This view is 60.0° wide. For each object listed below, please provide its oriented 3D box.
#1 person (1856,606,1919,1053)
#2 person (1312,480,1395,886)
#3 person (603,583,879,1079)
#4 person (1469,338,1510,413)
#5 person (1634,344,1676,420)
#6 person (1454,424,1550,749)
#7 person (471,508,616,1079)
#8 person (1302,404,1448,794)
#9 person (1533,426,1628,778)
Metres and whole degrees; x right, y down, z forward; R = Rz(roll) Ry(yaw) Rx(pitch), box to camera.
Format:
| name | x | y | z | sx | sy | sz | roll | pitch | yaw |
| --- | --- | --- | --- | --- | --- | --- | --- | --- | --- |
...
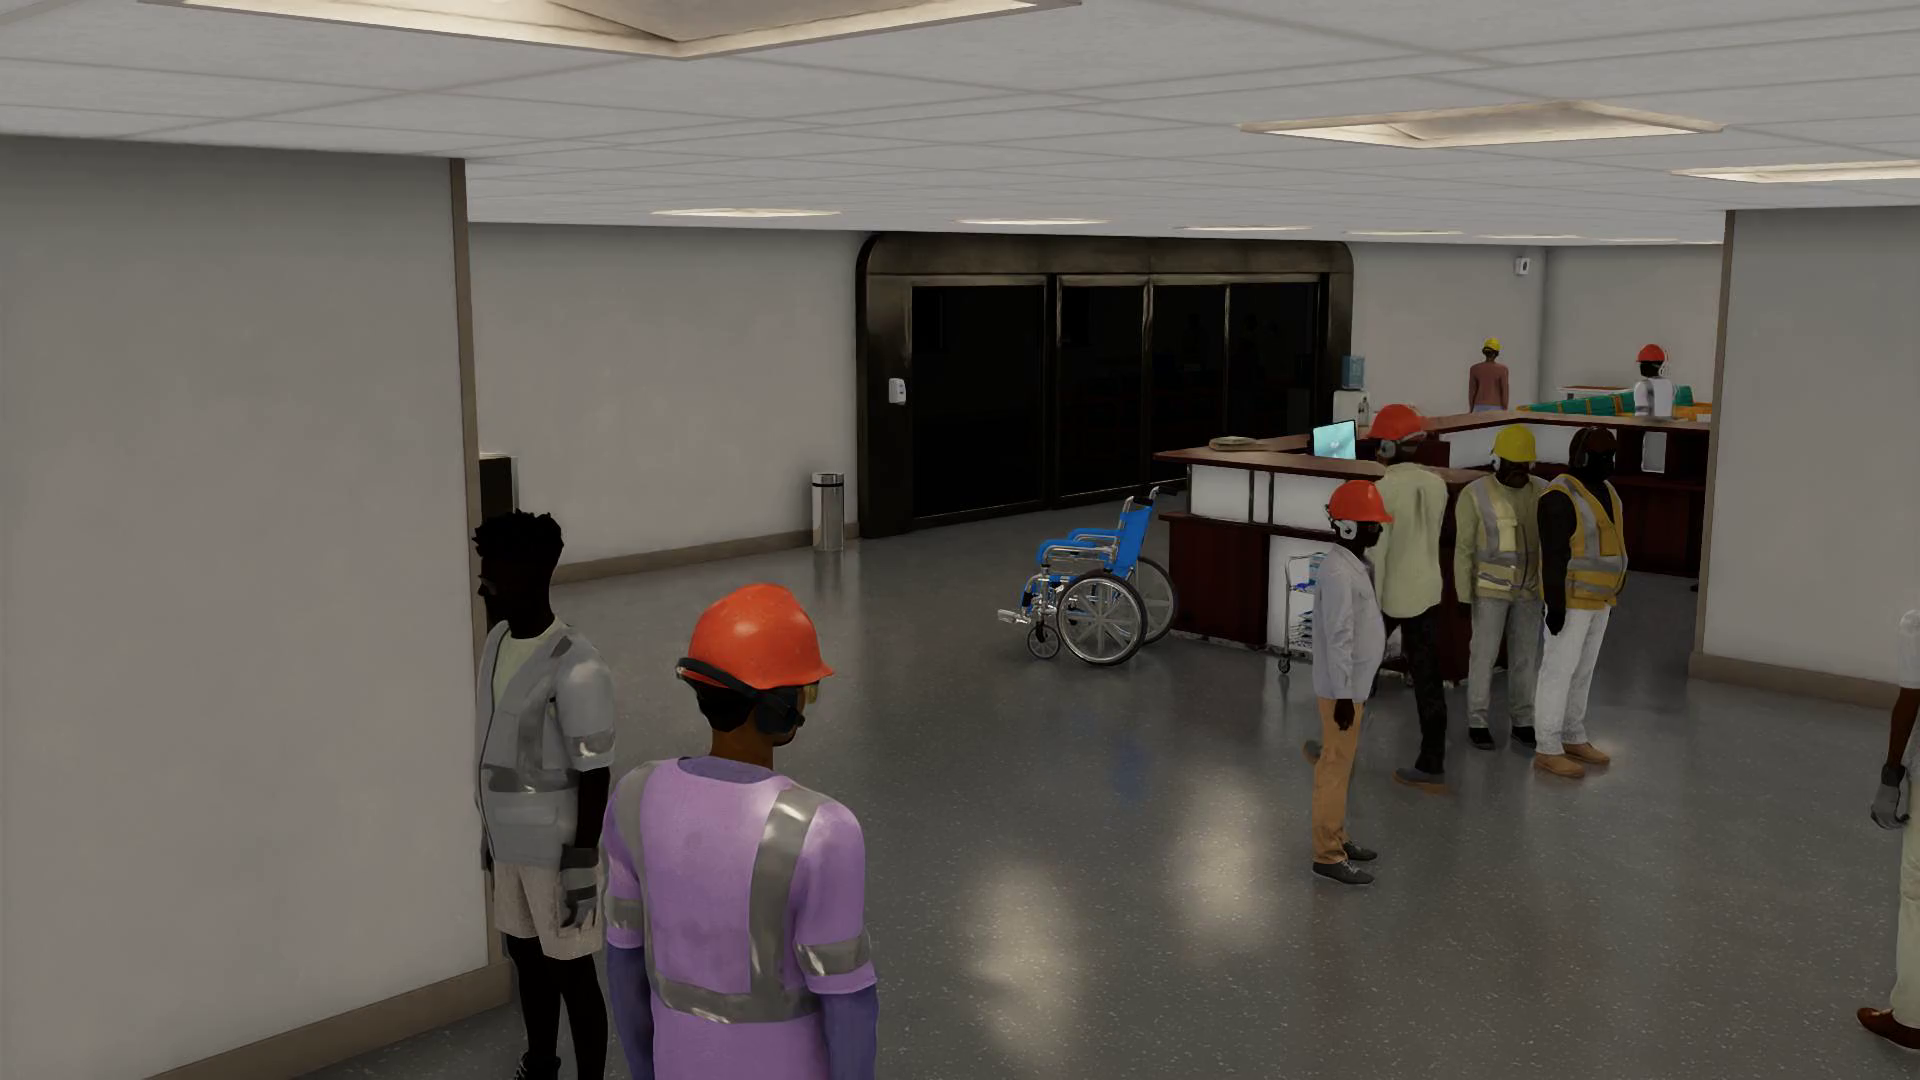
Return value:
| name | x | y | z | sx | sy | sz | roll | pitch | yaw |
| --- | --- | --- | --- | --- | --- | --- | --- | --- | --- |
| person | 3.368 | 0.820 | 5.640 | 0.511 | 1.861 | 0.324 | 0 | 9 | -2 |
| person | 1.703 | 0.606 | 7.265 | 0.328 | 1.752 | 0.563 | 3 | 10 | 17 |
| person | -0.414 | 1.096 | 3.379 | 0.614 | 2.041 | 0.393 | 5 | 11 | 29 |
| person | 6.843 | -1.725 | 21.529 | 0.523 | 1.769 | 0.313 | 6 | 11 | 35 |
| person | 6.806 | -0.972 | 16.456 | 0.555 | 1.918 | 0.578 | -4 | 10 | -23 |
| person | 3.024 | 0.261 | 9.204 | 0.601 | 1.818 | 0.403 | -1 | 9 | -9 |
| person | -1.257 | 0.880 | 4.949 | 0.362 | 1.962 | 0.611 | -9 | 13 | -43 |
| person | 2.197 | 0.280 | 8.601 | 0.608 | 1.960 | 0.925 | -5 | 11 | -30 |
| person | 3.281 | 0.316 | 8.787 | 0.633 | 1.839 | 0.429 | -9 | 13 | -44 |
